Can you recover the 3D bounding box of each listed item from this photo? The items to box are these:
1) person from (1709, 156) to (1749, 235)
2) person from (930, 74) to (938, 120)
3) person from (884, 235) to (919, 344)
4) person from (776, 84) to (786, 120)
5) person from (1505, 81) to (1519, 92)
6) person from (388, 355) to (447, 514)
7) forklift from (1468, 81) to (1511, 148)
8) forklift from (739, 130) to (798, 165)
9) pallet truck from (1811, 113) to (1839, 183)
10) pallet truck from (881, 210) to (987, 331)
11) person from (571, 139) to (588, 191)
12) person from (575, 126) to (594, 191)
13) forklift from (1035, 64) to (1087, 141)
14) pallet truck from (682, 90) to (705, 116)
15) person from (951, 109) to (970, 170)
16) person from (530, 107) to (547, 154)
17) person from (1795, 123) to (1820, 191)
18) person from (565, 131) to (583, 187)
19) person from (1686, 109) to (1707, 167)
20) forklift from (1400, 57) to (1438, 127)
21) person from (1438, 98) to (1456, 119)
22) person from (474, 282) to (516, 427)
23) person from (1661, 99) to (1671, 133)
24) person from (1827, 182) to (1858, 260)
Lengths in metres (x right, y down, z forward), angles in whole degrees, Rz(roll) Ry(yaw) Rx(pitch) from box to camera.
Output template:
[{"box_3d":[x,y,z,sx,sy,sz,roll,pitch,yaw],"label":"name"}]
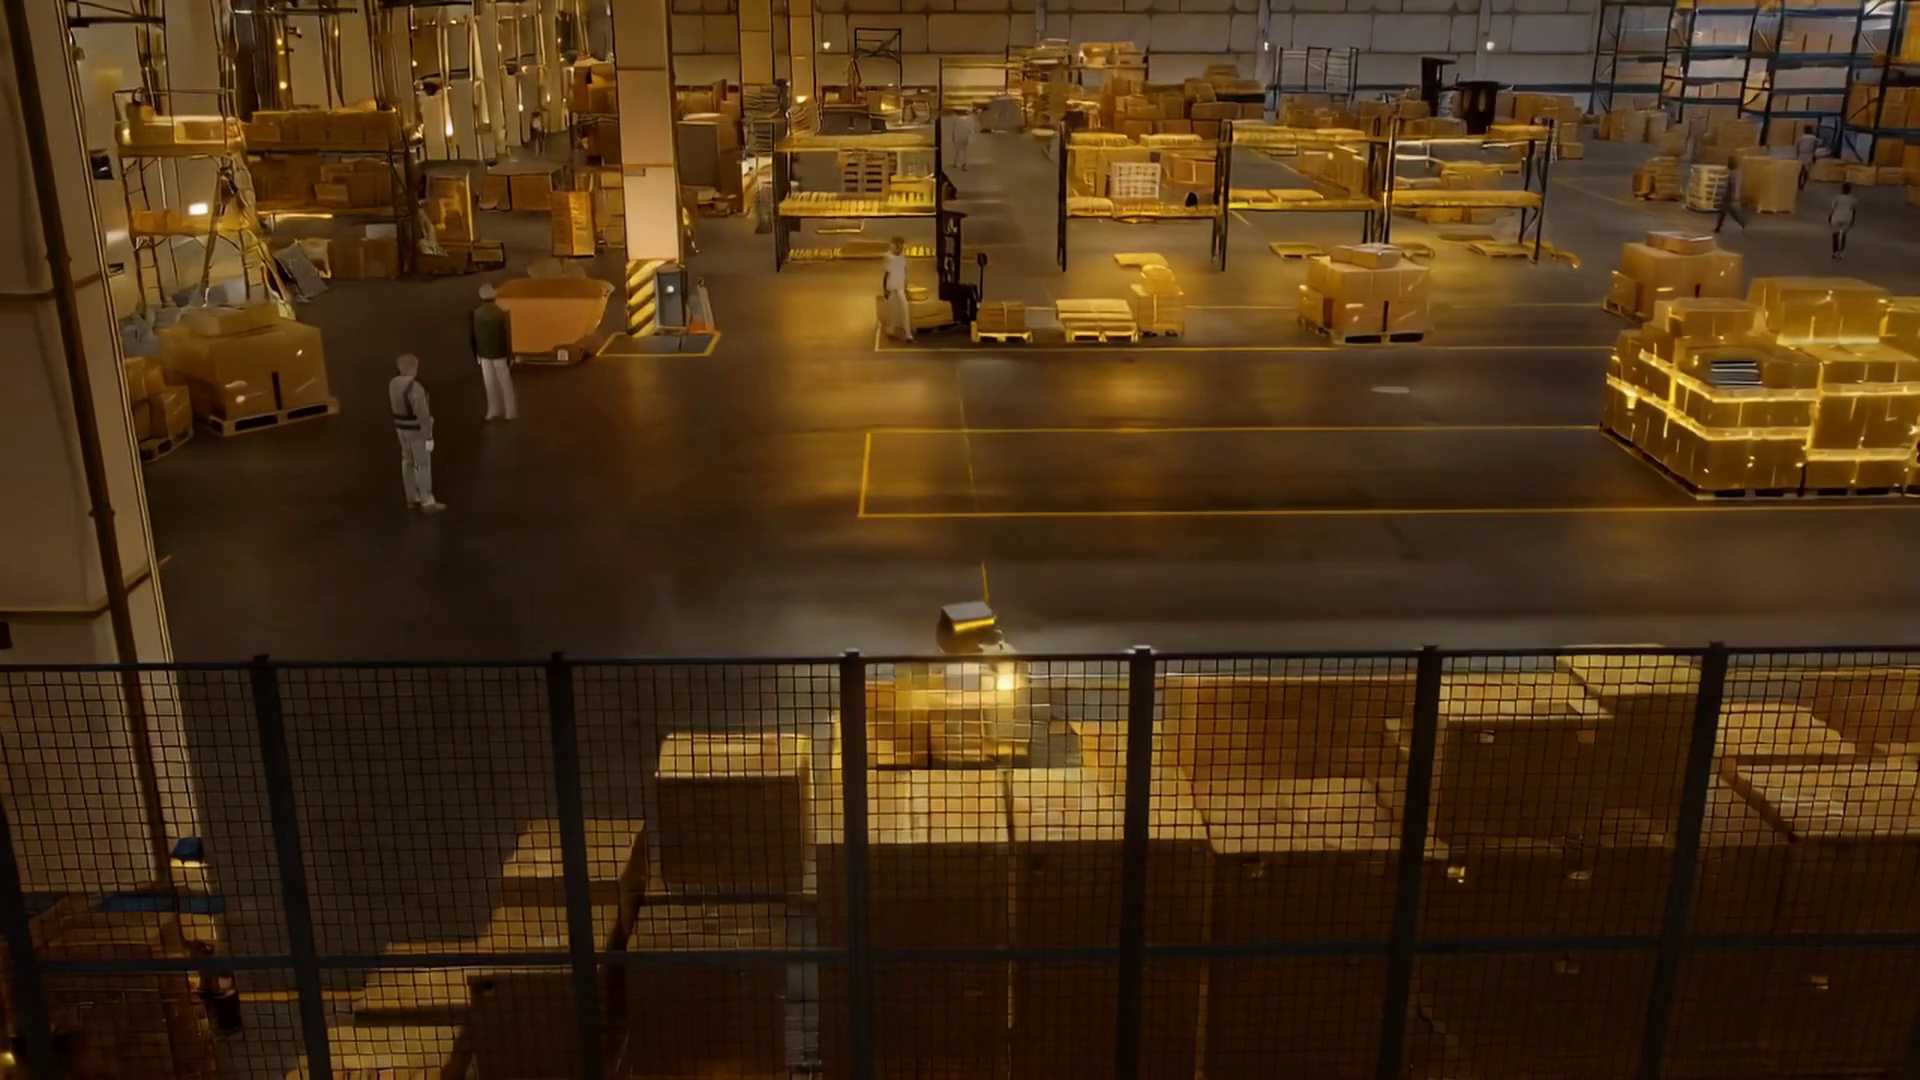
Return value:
[{"box_3d":[18.536,-8.263,39.913,0.805,1.894,0.598,12,22,31],"label":"person"},{"box_3d":[-1.084,-19.448,73.015,0.361,1.939,0.543,-9,21,-26],"label":"person"},{"box_3d":[-1.014,-4.178,27.885,0.574,1.822,0.900,-14,23,-35],"label":"person"},{"box_3d":[-7.280,-17.257,66.516,0.636,1.939,0.364,-1,19,-2],"label":"person"},{"box_3d":[22.812,-18.054,68.952,0.634,1.904,0.988,-5,19,-14],"label":"person"},{"box_3d":[-6.240,-1.217,19.083,0.626,1.844,0.429,14,23,36],"label":"person"},{"box_3d":[16.581,-13.188,52.995,1.873,2.768,1.129,-9,20,-24],"label":"forklift"},{"box_3d":[-6.389,-13.889,55.073,1.873,2.768,1.129,-1,19,-1],"label":"forklift"},{"box_3d":[26.403,-11.957,50.702,0.823,1.965,1.885,6,19,16],"label":"pallet truck"},{"box_3d":[-0.493,-4.759,29.349,1.885,1.965,0.823,-13,23,-34],"label":"pallet truck"},{"box_3d":[-10.445,-10.149,45.751,0.507,1.718,0.363,-2,19,-5],"label":"person"},{"box_3d":[-10.844,-10.958,47.915,0.584,1.884,0.349,1,19,3],"label":"person"},{"box_3d":[3.847,-16.578,63.051,1.873,2.768,1.129,-1,19,-2],"label":"forklift"},{"box_3d":[-9.671,-15.907,62.421,0.823,1.965,1.885,5,19,15],"label":"pallet truck"},{"box_3d":[-0.005,-12.997,53.944,0.646,1.890,1.003,-5,19,-15],"label":"person"},{"box_3d":[-14.914,-14.511,58.869,0.529,1.613,0.754,-3,19,-9],"label":"person"},{"box_3d":[24.551,-11.109,48.252,0.603,1.951,0.640,7,20,21],"label":"person"},{"box_3d":[-10.838,-10.590,46.894,0.547,1.834,0.437,-4,19,-11],"label":"person"},{"box_3d":[24.047,-13.156,54.419,0.642,1.895,0.631,0,19,-1],"label":"person"},{"box_3d":[19.327,-18.501,68.755,1.873,2.768,1.129,-1,19,-1],"label":"forklift"},{"box_3d":[17.164,-14.595,58.637,0.641,1.937,1.057,6,19,16],"label":"person"},{"box_3d":[-6.387,-2.539,22.768,0.618,1.993,0.396,8,20,23],"label":"person"},{"box_3d":[27.867,-16.808,65.654,0.522,1.639,0.310,9,21,24],"label":"person"},{"box_3d":[19.360,-7.029,36.555,0.552,1.677,0.565,7,20,19],"label":"person"}]
